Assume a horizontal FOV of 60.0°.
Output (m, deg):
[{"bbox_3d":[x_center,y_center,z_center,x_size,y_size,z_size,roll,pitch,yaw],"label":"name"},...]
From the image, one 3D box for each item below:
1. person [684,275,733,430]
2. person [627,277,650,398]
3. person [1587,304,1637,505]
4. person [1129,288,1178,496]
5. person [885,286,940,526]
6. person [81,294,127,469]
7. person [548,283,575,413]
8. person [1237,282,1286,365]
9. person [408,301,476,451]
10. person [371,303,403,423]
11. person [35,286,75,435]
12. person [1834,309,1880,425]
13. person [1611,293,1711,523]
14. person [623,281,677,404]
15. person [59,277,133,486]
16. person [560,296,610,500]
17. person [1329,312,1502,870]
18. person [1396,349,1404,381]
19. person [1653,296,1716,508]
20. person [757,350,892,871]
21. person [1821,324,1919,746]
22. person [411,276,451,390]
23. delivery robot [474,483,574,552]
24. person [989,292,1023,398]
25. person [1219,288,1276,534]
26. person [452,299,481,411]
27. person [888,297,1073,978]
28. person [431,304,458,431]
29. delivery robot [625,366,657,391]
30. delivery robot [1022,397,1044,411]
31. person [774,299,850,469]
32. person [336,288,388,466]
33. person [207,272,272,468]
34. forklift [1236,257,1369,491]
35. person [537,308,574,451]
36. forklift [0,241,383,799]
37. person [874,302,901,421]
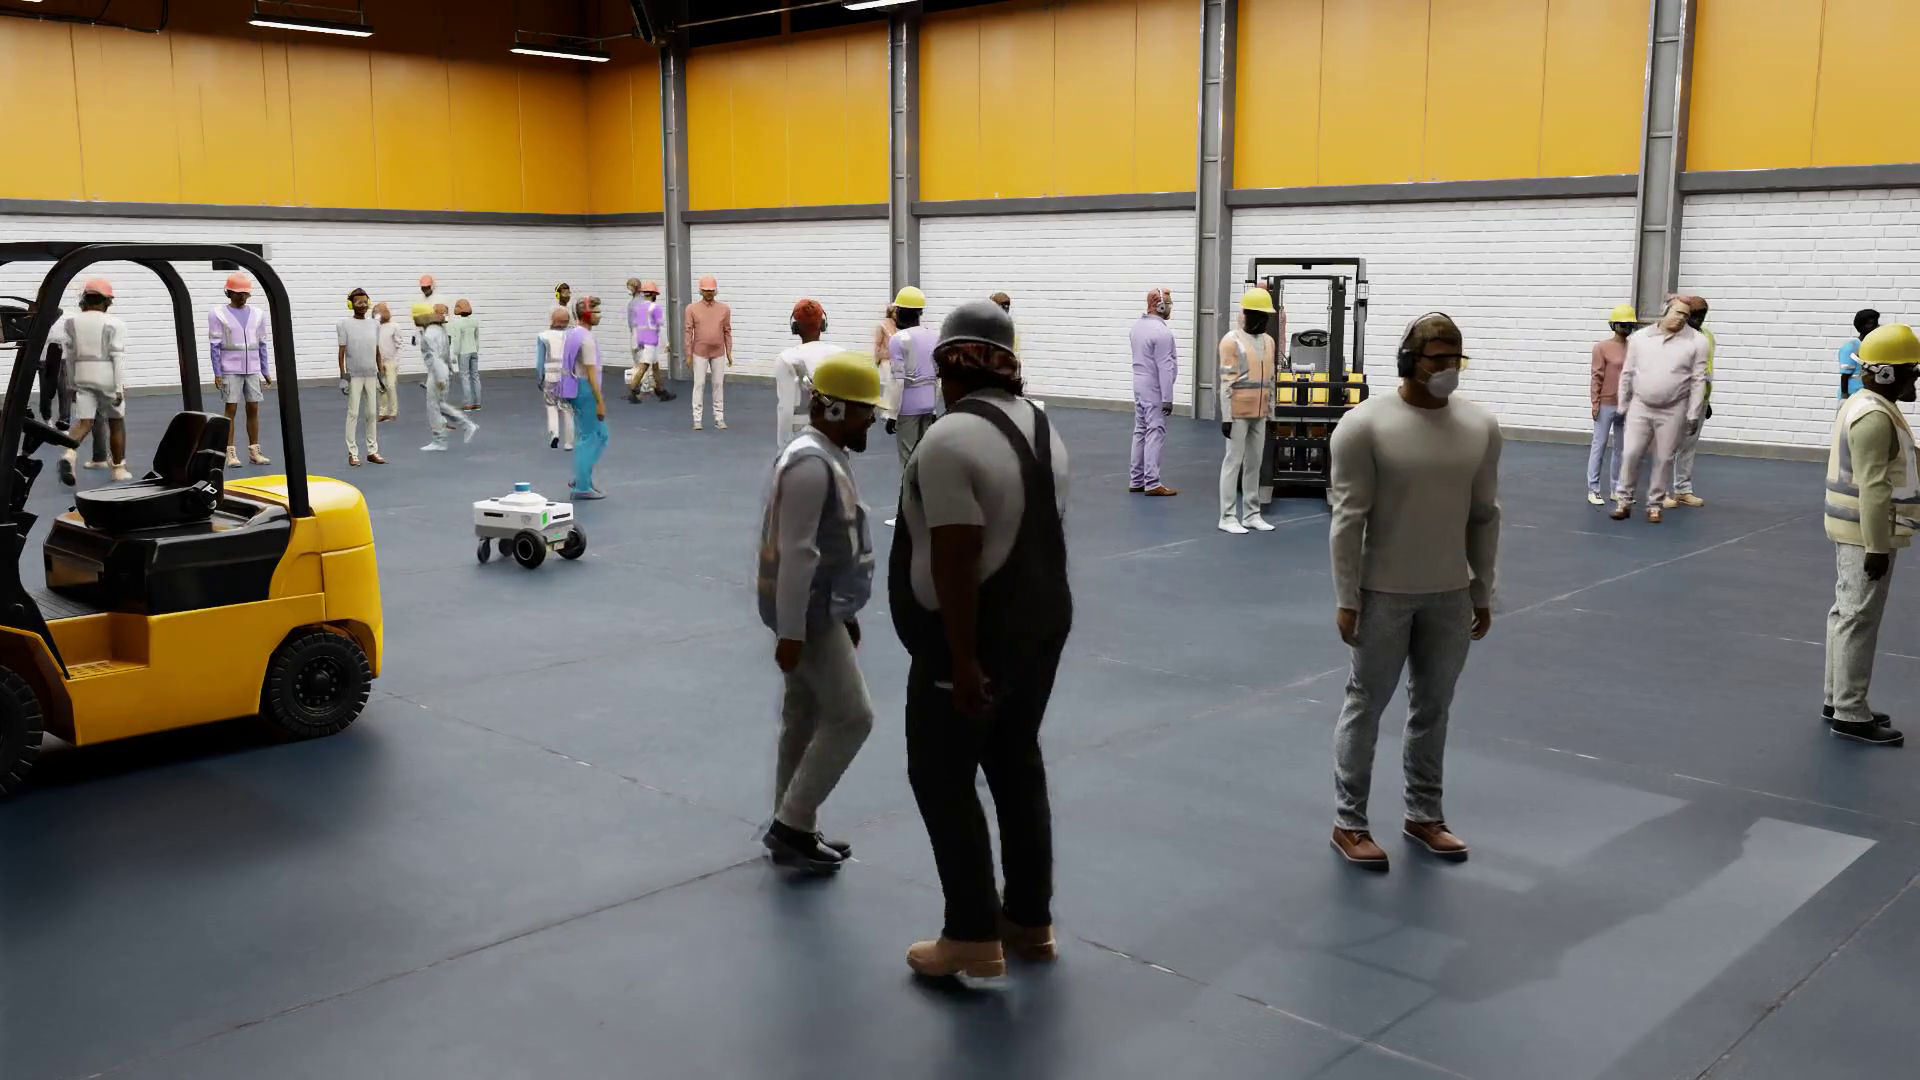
[{"bbox_3d":[-3.237,-2.416,21.473,0.623,1.989,0.400,-4,10,-21],"label":"person"},{"bbox_3d":[-5.202,-3.265,26.857,0.371,1.935,0.627,-4,10,-23],"label":"person"},{"bbox_3d":[5.781,-1.188,14.639,0.524,1.769,0.309,-3,10,-16],"label":"person"},{"bbox_3d":[1.792,-1.345,15.212,0.402,1.900,0.647,-3,10,-19],"label":"person"},{"bbox_3d":[-0.383,-1.064,13.372,0.352,1.929,0.594,7,12,37],"label":"person"},{"bbox_3d":[-8.922,-1.650,17.249,0.380,1.849,0.519,4,10,25],"label":"person"},{"bbox_3d":[-5.726,-2.773,24.054,0.310,1.864,0.532,5,11,29],"label":"person"},{"bbox_3d":[3.750,-2.270,20.849,0.651,1.904,0.401,-2,9,-10],"label":"person"},{"bbox_3d":[-5.930,-1.870,18.968,0.620,1.710,0.494,-2,9,-10],"label":"person"},{"bbox_3d":[-7.732,-2.375,22.407,0.526,1.607,0.465,1,9,8],"label":"person"},{"bbox_3d":[-11.100,-2.184,20.362,0.594,1.901,0.588,-6,11,-34],"label":"person"},{"bbox_3d":[8.533,-1.342,15.789,0.540,1.695,0.317,-5,10,-28],"label":"person"},{"bbox_3d":[5.695,-1.055,13.505,0.687,1.879,0.463,6,11,32],"label":"person"},{"bbox_3d":[-4.860,-3.053,25.757,0.559,1.883,1.019,9,13,44],"label":"person"},{"bbox_3d":[-8.292,-1.502,15.884,0.623,2.005,0.941,0,9,1],"label":"person"},{"bbox_3d":[-3.333,-1.262,14.899,0.472,1.826,0.591,-4,10,-24],"label":"person"},{"bbox_3d":[1.563,0.182,5.757,0.625,1.930,0.375,-2,10,-14],"label":"person"},{"bbox_3d":[2.878,-0.396,10.271,0.516,1.612,0.743,-8,12,-40],"label":"person"},{"bbox_3d":[6.316,-1.197,14.483,0.626,1.835,0.430,-4,10,-23],"label":"person"},{"bbox_3d":[-0.462,0.246,5.751,0.475,1.797,0.611,-1,9,-5],"label":"person"},{"bbox_3d":[4.031,-0.030,7.335,0.403,1.833,0.586,4,10,22],"label":"person"},{"bbox_3d":[-9.018,-3.487,28.181,0.643,1.939,1.011,2,9,12],"label":"person"},{"bbox_3d":[-3.088,-0.163,11.766,0.707,0.478,0.477,5,10,28],"label":"delivery robot"},{"bbox_3d":[0.384,-1.542,16.577,0.631,1.842,0.428,-7,12,-39],"label":"person"},{"bbox_3d":[2.273,-1.007,13.053,0.589,1.921,0.392,-7,12,-38],"label":"person"},{"bbox_3d":[-7.216,-2.698,24.295,0.278,1.634,0.498,5,10,26],"label":"person"},{"bbox_3d":[0.068,0.246,5.004,0.568,2.000,0.707,6,11,34],"label":"person"},{"bbox_3d":[-6.642,-2.206,21.295,0.281,1.628,0.509,0,9,-2],"label":"person"},{"bbox_3d":[-5.204,-2.671,27.148,0.477,0.478,0.707,-6,11,-32],"label":"delivery robot"},{"bbox_3d":[0.682,-1.623,20.718,0.707,0.478,0.477,-5,10,-27],"label":"delivery robot"},{"bbox_3d":[-0.938,-0.597,10.658,0.574,1.881,0.358,-8,12,-40],"label":"person"},{"bbox_3d":[-6.303,-1.715,17.565,0.329,1.868,0.515,8,12,41],"label":"person"},{"bbox_3d":[-7.523,-1.780,17.438,0.387,2.037,0.605,8,12,42],"label":"person"},{"bbox_3d":[3.309,-1.629,16.029,1.214,2.155,2.313,2,9,11],"label":"forklift"},{"bbox_3d":[-4.538,-1.822,18.945,0.543,1.624,0.373,-2,9,-11],"label":"person"},{"bbox_3d":[-3.706,-0.171,7.093,1.214,2.155,2.313,9,13,43],"label":"forklift"},{"bbox_3d":[-0.915,-2.414,22.618,0.555,1.612,0.522,9,13,44],"label":"person"}]
